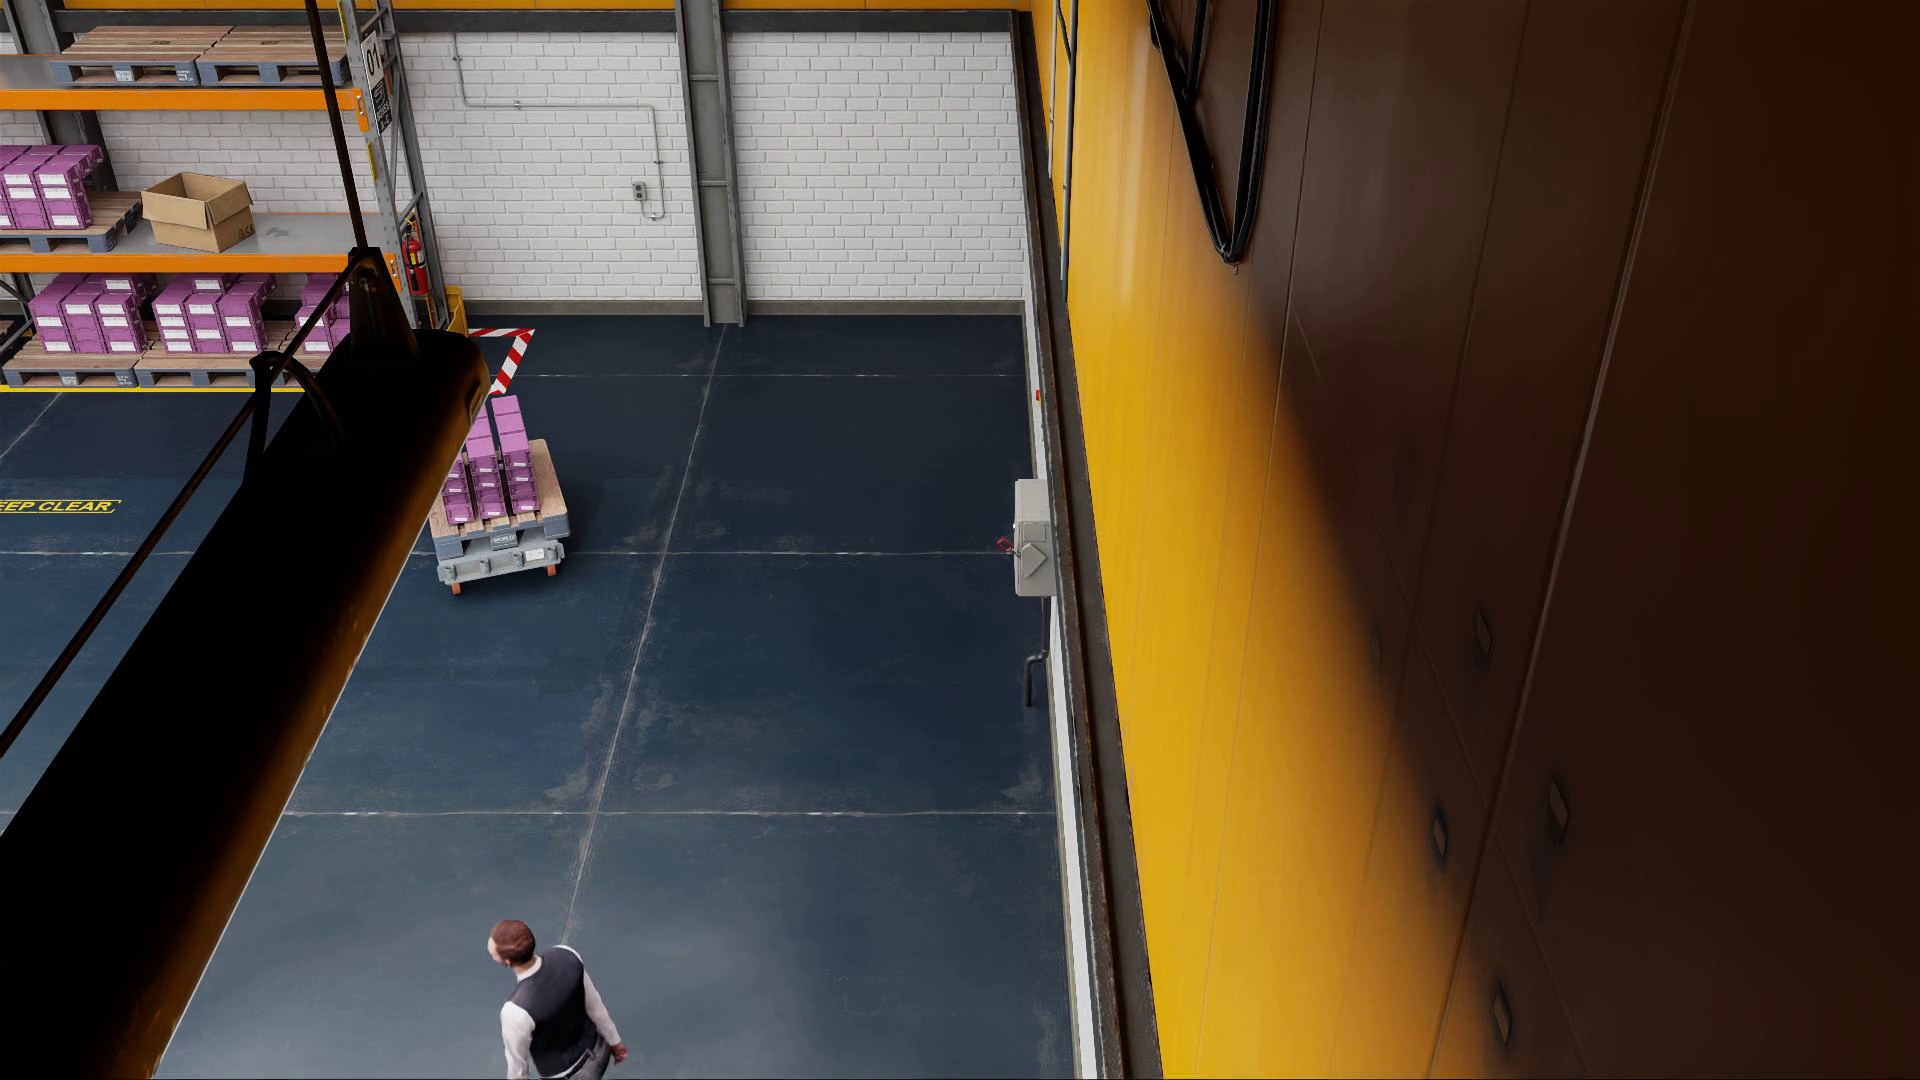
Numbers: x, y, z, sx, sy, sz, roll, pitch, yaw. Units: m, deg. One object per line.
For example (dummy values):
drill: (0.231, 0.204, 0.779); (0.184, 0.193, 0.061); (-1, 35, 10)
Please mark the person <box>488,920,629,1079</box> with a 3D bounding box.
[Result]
person: (-1.730, 2.531, 7.887); (1.321, 1.869, 0.931); (13, 36, 18)
